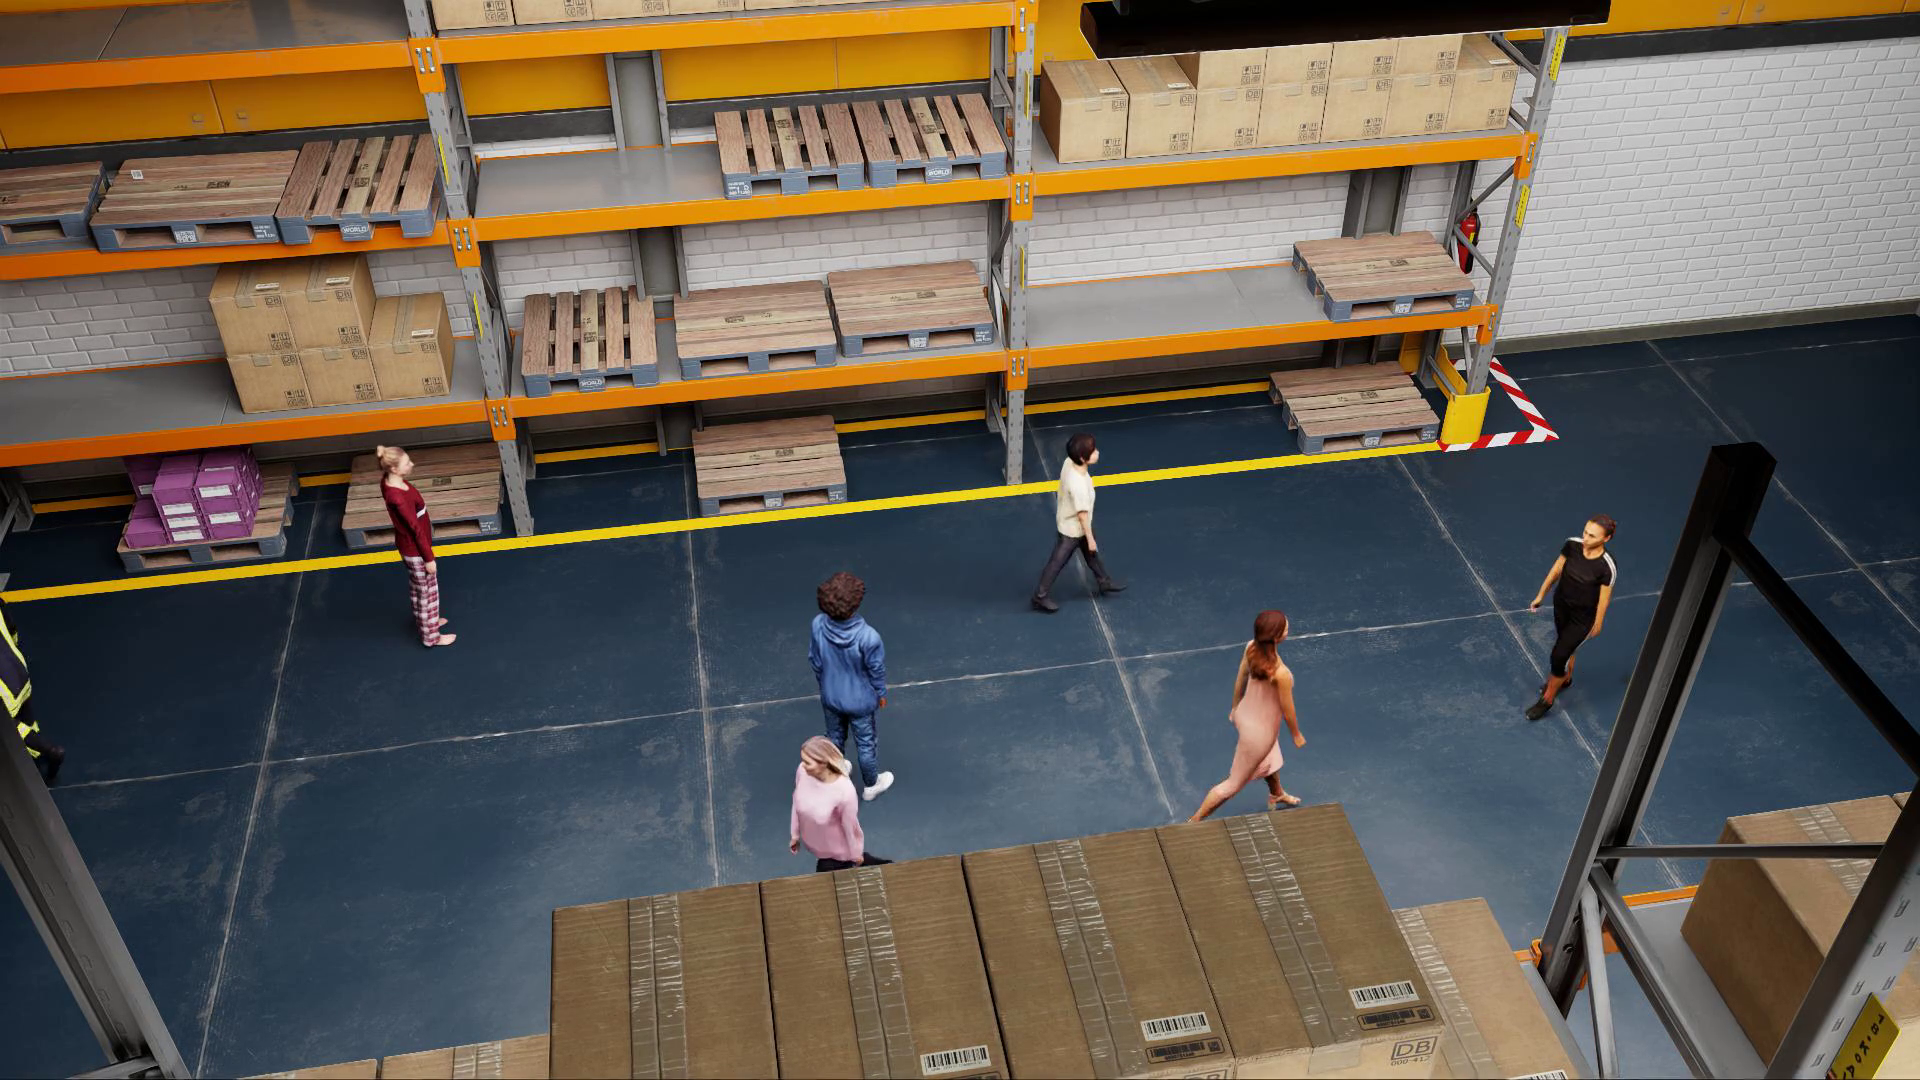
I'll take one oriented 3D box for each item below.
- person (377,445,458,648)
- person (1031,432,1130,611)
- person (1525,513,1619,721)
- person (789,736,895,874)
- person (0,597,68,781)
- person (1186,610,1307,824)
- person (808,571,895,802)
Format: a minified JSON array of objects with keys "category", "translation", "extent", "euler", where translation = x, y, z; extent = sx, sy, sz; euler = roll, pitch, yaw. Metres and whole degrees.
[{"category":"person","translation":[-3.902,0.026,11.885],"extent":[0.639,1.703,0.688],"euler":[-21,43,-24]},{"category":"person","translation":[0.751,-0.092,12.156],"extent":[1.009,1.549,0.689],"euler":[-2,39,-2]},{"category":"person","translation":[4.282,0.449,11.397],"extent":[0.840,1.650,0.704],"euler":[-14,41,-17]},{"category":"person","translation":[-0.704,1.723,9.803],"extent":[1.025,1.650,1.198],"euler":[32,48,33]},{"category":"person","translation":[-6.223,0.849,10.739],"extent":[0.990,1.847,0.900],"euler":[5,39,7]},{"category":"person","translation":[1.759,1.207,10.334],"extent":[1.169,1.791,0.720],"euler":[-12,40,-15]},{"category":"person","translation":[-0.709,0.945,10.647],"extent":[0.713,1.811,0.821],"euler":[15,41,18]}]
